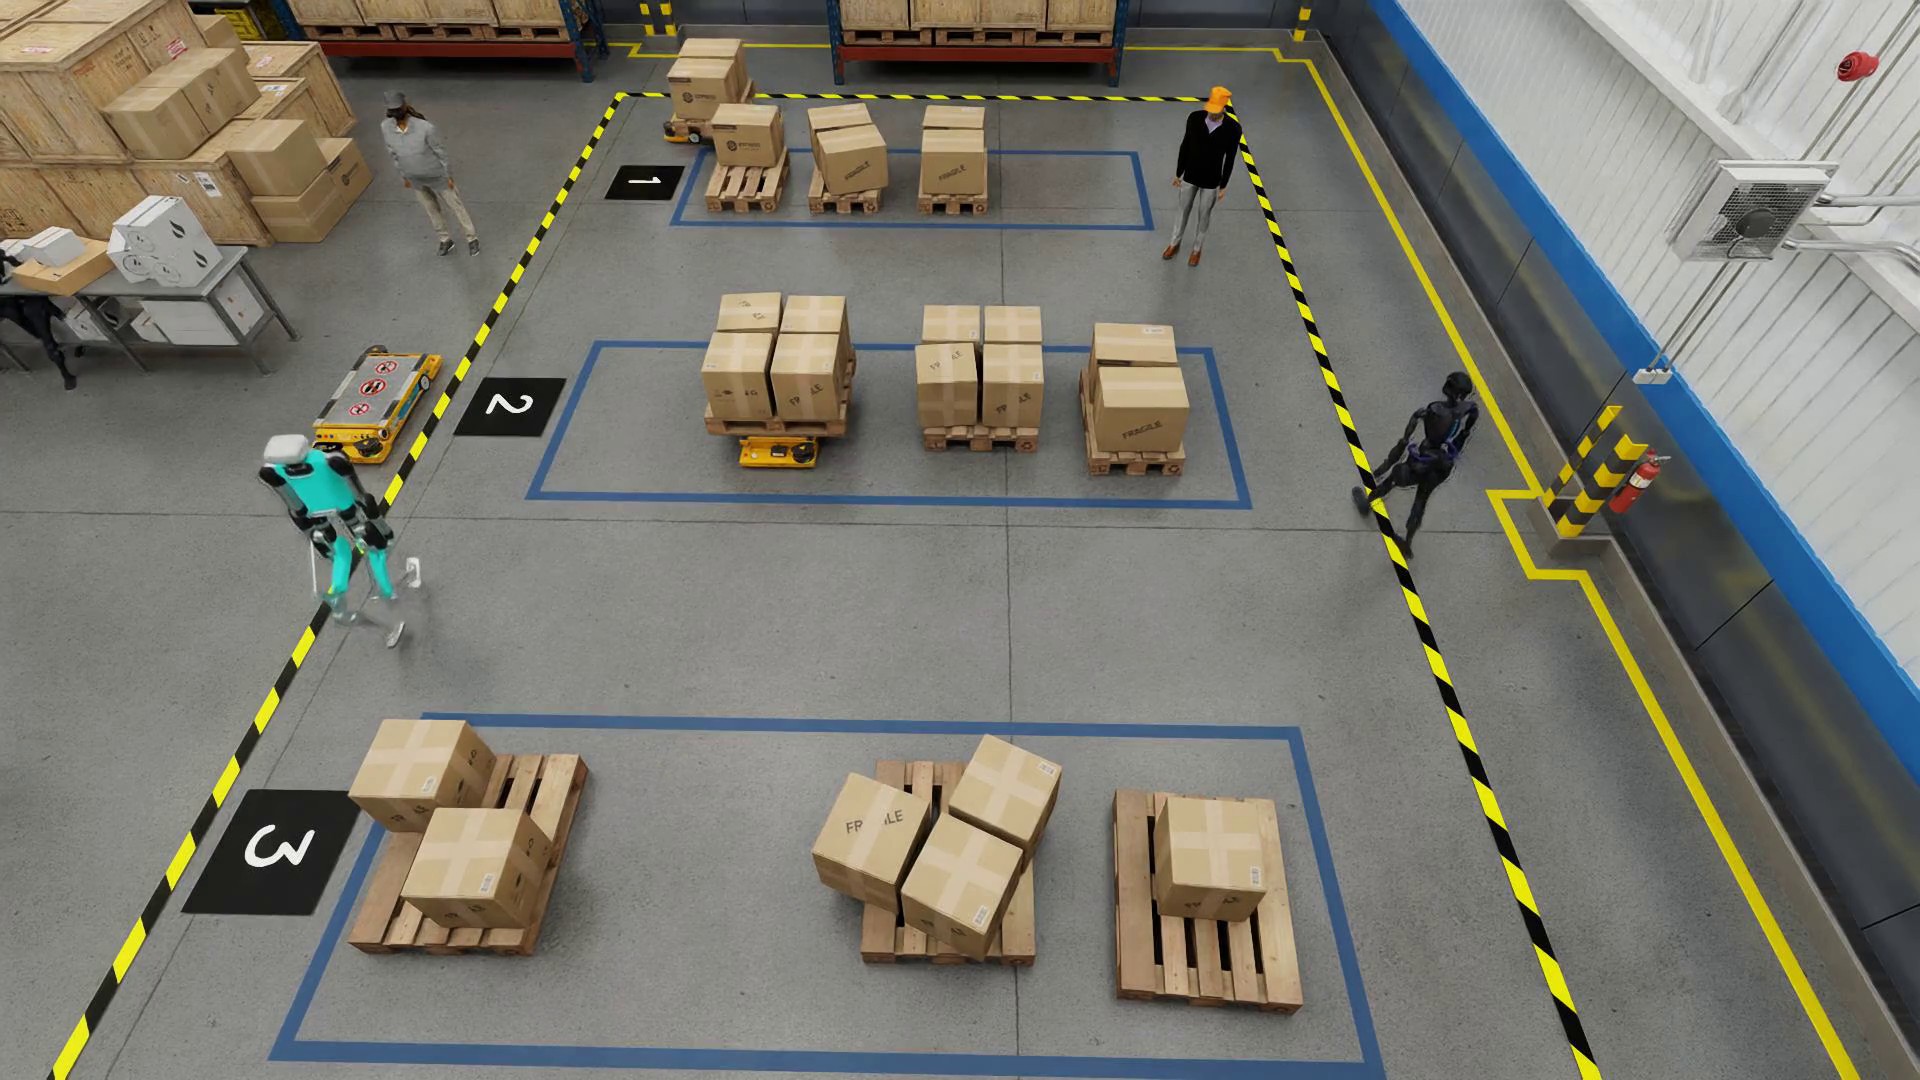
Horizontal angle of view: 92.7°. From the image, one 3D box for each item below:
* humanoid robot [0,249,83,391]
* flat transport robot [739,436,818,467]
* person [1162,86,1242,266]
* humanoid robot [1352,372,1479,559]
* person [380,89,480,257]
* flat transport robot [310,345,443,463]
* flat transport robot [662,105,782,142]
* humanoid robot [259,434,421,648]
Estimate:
[{"bbox_3d":[-8.578,-2.203,8.335,0.614,1.630,0.694,-9,50,-8],"label":"humanoid robot"},{"bbox_3d":[-1.582,-1.235,8.394,0.652,0.197,1.431,1,50,1],"label":"flat transport robot"},{"bbox_3d":[2.499,-3.742,9.479,0.585,1.879,0.382,24,54,19],"label":"person"},{"bbox_3d":[3.510,-0.638,6.998,0.591,1.630,0.736,-7,50,-6],"label":"humanoid robot"},{"bbox_3d":[-5.587,-3.836,9.629,0.564,1.769,0.396,-2,50,-1],"label":"person"},{"bbox_3d":[-5.383,-1.269,8.441,0.659,0.231,1.431,1,50,1],"label":"flat transport robot"},{"bbox_3d":[-3.095,-5.442,11.953,1.431,0.197,0.652,1,50,1],"label":"flat transport robot"},{"bbox_3d":[-4.230,0.091,6.326,0.530,1.730,1.021,-10,50,-8],"label":"humanoid robot"}]
